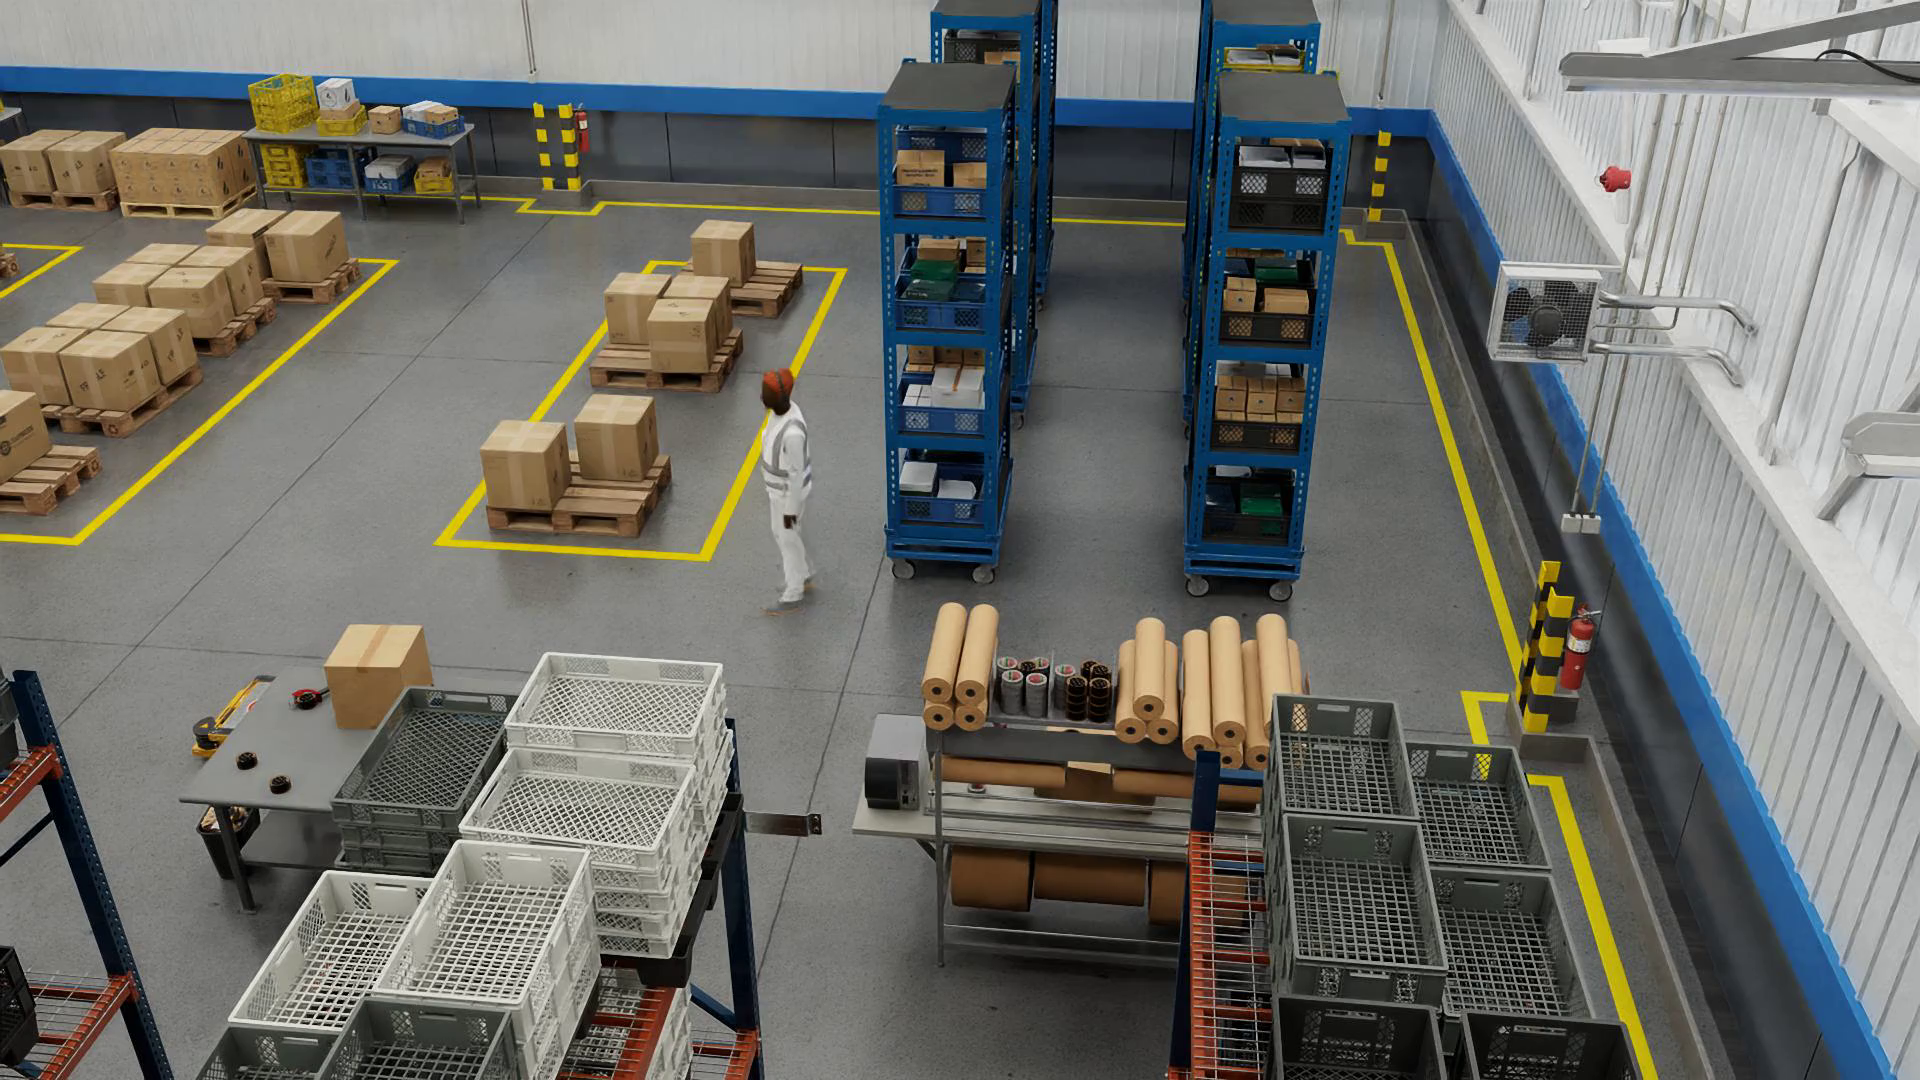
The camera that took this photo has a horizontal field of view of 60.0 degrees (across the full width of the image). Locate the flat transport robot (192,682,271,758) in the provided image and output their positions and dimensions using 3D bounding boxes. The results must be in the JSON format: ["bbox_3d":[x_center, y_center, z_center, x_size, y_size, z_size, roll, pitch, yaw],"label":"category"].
[{"bbox_3d":[-4.089,1.163,10.648,1.431,0.197,0.652,3,30,6],"label":"flat transport robot"}]

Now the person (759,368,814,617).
[{"bbox_3d":[-1.231,-0.346,11.666,0.370,1.881,0.580,-9,31,-15],"label":"person"}]
